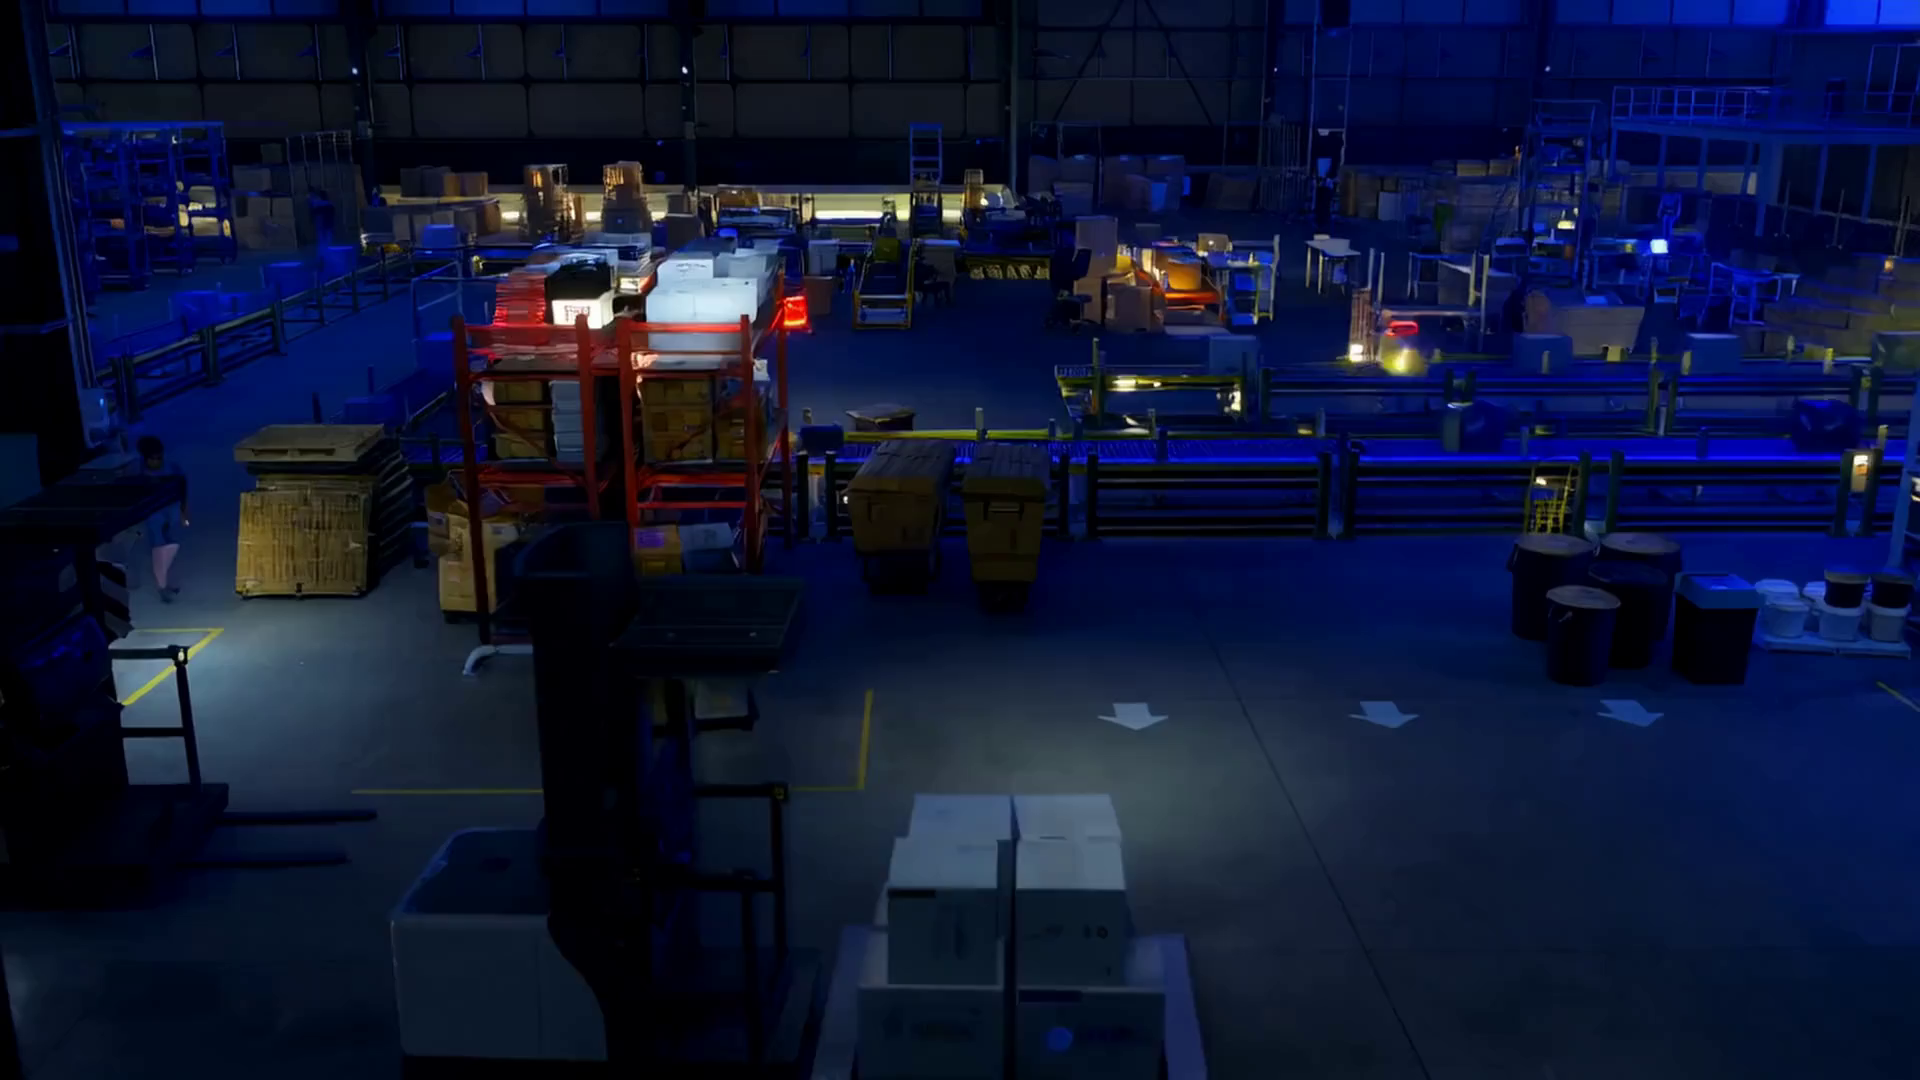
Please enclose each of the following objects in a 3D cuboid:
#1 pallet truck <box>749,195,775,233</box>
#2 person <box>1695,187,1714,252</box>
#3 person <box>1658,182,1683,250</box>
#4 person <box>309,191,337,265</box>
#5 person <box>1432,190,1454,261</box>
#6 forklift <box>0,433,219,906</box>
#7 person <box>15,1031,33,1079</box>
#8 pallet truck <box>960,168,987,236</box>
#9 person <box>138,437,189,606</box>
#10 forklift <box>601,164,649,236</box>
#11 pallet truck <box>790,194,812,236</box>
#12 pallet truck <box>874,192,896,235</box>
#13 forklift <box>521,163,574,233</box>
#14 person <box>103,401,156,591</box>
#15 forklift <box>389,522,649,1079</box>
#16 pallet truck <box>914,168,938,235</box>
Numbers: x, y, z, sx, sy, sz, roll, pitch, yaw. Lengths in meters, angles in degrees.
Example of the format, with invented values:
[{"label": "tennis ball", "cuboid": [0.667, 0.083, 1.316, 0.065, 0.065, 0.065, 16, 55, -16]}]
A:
[{"label": "pallet truck", "cuboid": [-6.051, -9.967, 50.660, 0.680, 1.201, 1.601, 0, 16, -1]}, {"label": "person", "cuboid": [20.492, -8.833, 45.786, 0.347, 1.759, 0.521, -8, 18, -26]}, {"label": "person", "cuboid": [19.610, -8.931, 45.937, 0.603, 1.856, 0.537, 6, 17, 20]}, {"label": "person", "cuboid": [-16.021, -7.787, 41.774, 0.640, 1.966, 0.735, -13, 21, -39]}, {"label": "person", "cuboid": [12.619, -8.191, 43.422, 0.535, 1.833, 0.871, 5, 17, 17]}, {"label": "forklift", "cuboid": [-5.952, 0.780, 10.366, 1.873, 2.768, 1.129, 0, 16, -1]}, {"label": "person", "cuboid": [-3.867, 2.435, 6.476, 0.712, 1.834, 0.996, 15, 22, 42]}, {"label": "pallet truck", "cuboid": [0.383, -10.230, 50.206, 0.823, 1.965, 1.885, -1, 16, -3]}, {"label": "person", "cuboid": [-7.768, -0.221, 16.025, 0.640, 1.656, 0.547, 12, 20, 35]}, {"label": "forklift", "cuboid": [-9.948, -10.127, 49.296, 1.157, 1.987, 2.680, -1, 16, -3]}, {"label": "pallet truck", "cuboid": [-4.814, -9.883, 50.259, 0.704, 1.261, 1.522, -1, 16, -3]}, {"label": "pallet truck", "cuboid": [-2.277, -9.986, 50.594, 0.653, 1.274, 1.630, 0, 16, -1]}, {"label": "forklift", "cuboid": [-12.233, -10.122, 49.298, 1.157, 1.987, 2.680, 0, 16, -1]}, {"label": "person", "cuboid": [-8.231, -0.434, 16.278, 0.599, 1.930, 0.448, 7, 17, 22]}, {"label": "forklift", "cuboid": [-1.837, 1.358, 8.357, 1.873, 2.768, 1.129, 1, 16, 2]}, {"label": "pallet truck", "cuboid": [-0.989, -10.316, 50.507, 0.823, 1.965, 1.885, 1, 16, 3]}]
